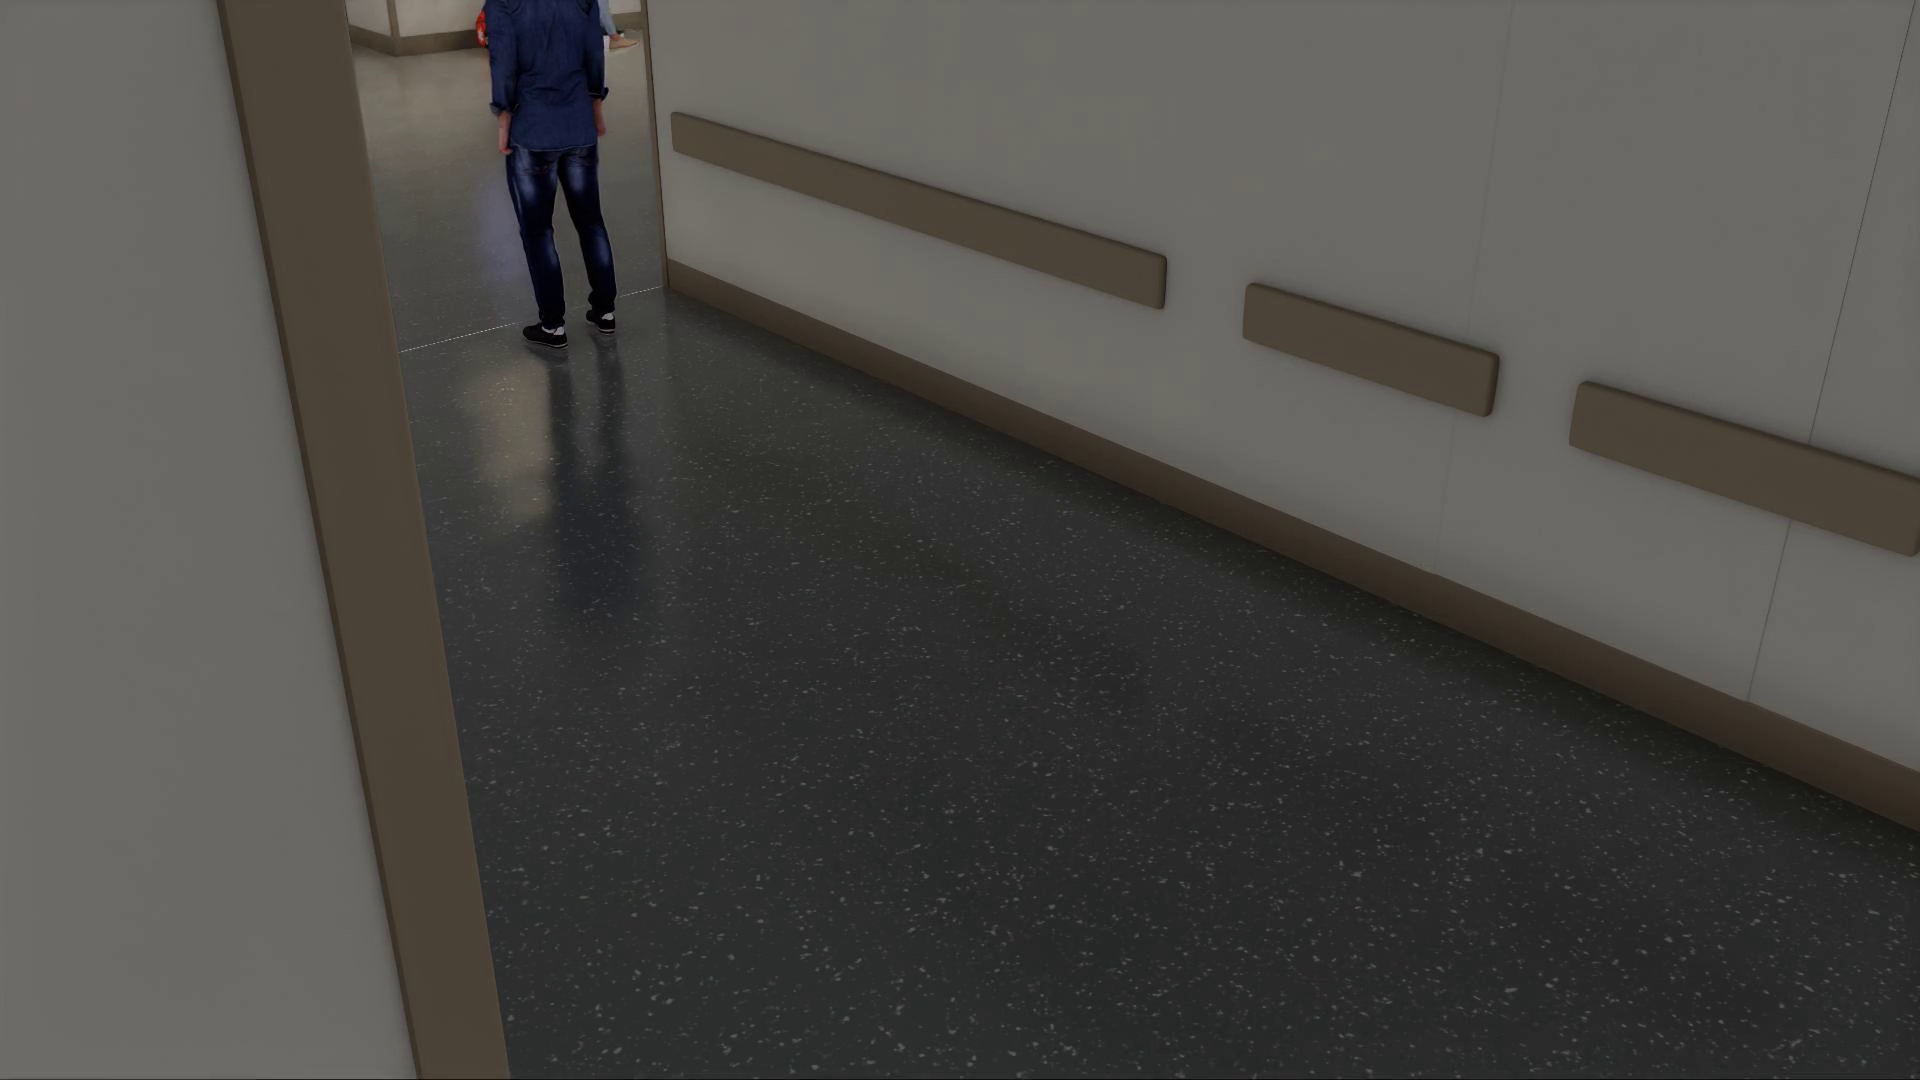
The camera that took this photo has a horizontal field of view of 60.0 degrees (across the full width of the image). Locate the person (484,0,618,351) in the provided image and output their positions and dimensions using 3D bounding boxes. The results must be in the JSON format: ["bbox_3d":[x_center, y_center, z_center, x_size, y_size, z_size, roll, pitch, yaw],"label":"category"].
[{"bbox_3d":[-1.788,-1.758,7.266,0.506,1.825,0.786,-22,33,-38],"label":"person"}]
